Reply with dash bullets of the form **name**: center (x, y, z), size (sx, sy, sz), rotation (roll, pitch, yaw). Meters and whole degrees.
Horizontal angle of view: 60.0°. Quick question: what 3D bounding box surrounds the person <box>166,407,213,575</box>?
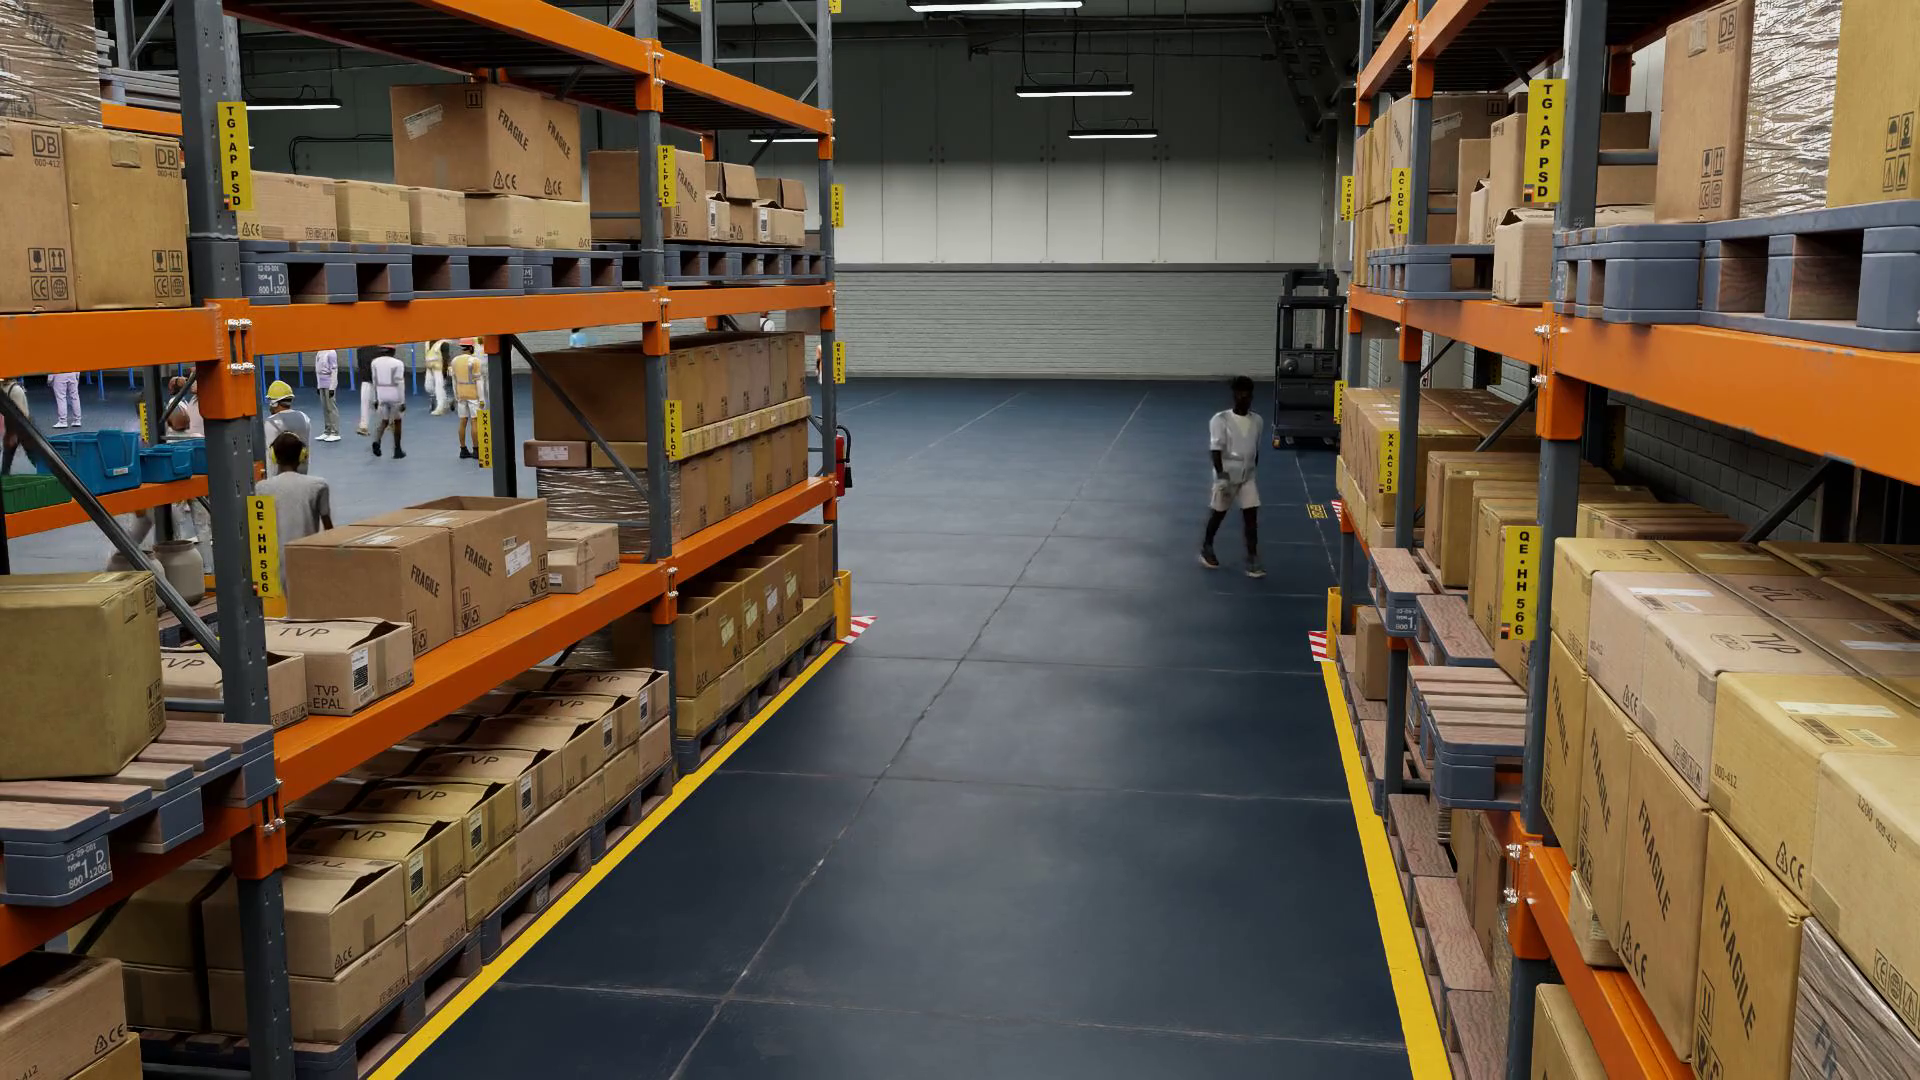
- **person**: center (-7.381, -0.449, 15.830), size (0.310, 1.636, 0.522), rotation (6, 11, 35)

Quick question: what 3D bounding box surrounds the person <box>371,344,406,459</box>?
- **person**: center (-8.889, -2.212, 25.844), size (0.555, 1.917, 0.656), rotation (2, 9, 10)

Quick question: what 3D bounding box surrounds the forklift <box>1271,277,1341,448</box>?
- **forklift**: center (5.847, -3.016, 27.970), size (1.129, 2.768, 1.873), rotation (1, 9, 9)

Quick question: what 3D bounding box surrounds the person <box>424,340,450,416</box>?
- **person**: center (-10.613, -3.450, 33.739), size (0.651, 1.830, 0.446), rotation (6, 11, 33)

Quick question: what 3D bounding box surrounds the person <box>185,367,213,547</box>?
- **person**: center (-8.044, -0.895, 17.745), size (0.639, 1.911, 0.406), rotation (7, 11, 36)

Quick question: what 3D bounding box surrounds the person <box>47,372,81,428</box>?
- **person**: center (-16.741, -3.044, 31.027), size (0.405, 1.903, 0.636), rotation (5, 10, 28)

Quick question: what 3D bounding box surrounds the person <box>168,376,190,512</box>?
- **person**: center (-9.494, -1.175, 20.298), size (0.306, 1.640, 0.522), rotation (-3, 10, -17)

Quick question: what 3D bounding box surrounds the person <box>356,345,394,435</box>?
- **person**: center (-10.552, -2.893, 30.008), size (0.608, 1.952, 1.053), rotation (2, 9, 9)

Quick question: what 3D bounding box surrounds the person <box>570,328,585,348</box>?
- **person**: center (-9.464, -4.546, 41.040), size (0.791, 1.661, 0.542), rotation (3, 10, 18)

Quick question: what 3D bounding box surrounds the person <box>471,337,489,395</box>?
- **person**: center (-11.255, -4.326, 39.108), size (0.624, 1.845, 0.430), rotation (-1, 9, -7)

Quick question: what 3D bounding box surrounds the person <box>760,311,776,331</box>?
- **person**: center (-4.911, -4.844, 41.825), size (0.677, 2.000, 0.536), rotation (2, 9, 12)

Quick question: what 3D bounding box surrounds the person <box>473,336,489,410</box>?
- **person**: center (-9.498, -3.394, 33.498), size (0.600, 1.806, 0.761), rotation (5, 10, 28)

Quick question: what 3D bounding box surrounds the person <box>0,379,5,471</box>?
- **person**: center (-11.587, -1.185, 19.972), size (0.313, 1.768, 0.528), rotation (-7, 11, -36)

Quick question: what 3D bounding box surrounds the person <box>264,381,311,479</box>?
- **person**: center (-6.708, -0.666, 16.558), size (0.404, 1.835, 0.587), rotation (3, 10, 18)

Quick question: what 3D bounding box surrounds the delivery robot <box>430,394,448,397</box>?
- **delivery robot**: center (-10.811, -3.100, 34.553), size (0.335, 0.223, 0.698), rotation (-1, 9, -6)

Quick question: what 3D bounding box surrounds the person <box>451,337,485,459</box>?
- **person**: center (-7.656, -2.247, 25.991), size (0.551, 1.936, 0.356), rotation (4, 10, 24)

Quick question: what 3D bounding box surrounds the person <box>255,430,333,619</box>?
- **person**: center (-4.609, 0.153, 11.554), size (0.510, 1.828, 0.998), rotation (-2, 9, -11)

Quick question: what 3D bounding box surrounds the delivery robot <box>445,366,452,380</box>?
- **delivery robot**: center (-12.953, -4.255, 42.475), size (0.707, 0.478, 0.477), rotation (8, 12, 40)

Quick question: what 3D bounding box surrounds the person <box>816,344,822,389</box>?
- **person**: center (-2.746, -3.576, 34.953), size (0.548, 1.682, 0.518), rotation (-2, 9, -12)

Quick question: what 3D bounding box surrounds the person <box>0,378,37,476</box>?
- **person**: center (-11.885, -1.349, 20.961), size (0.506, 1.788, 0.966), rotation (5, 11, 29)

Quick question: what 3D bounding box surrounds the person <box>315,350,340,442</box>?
- **person**: center (-10.896, -2.664, 28.592), size (0.587, 1.929, 0.361), rotation (9, 13, 44)

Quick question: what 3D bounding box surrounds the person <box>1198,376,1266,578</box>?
- **person**: center (2.638, -0.635, 16.115), size (0.608, 1.929, 0.971), rotation (-3, 10, -19)

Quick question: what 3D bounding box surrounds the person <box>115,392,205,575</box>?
- **person**: center (-7.138, -0.398, 14.775), size (1.003, 1.882, 0.695), rotation (-4, 10, -24)
